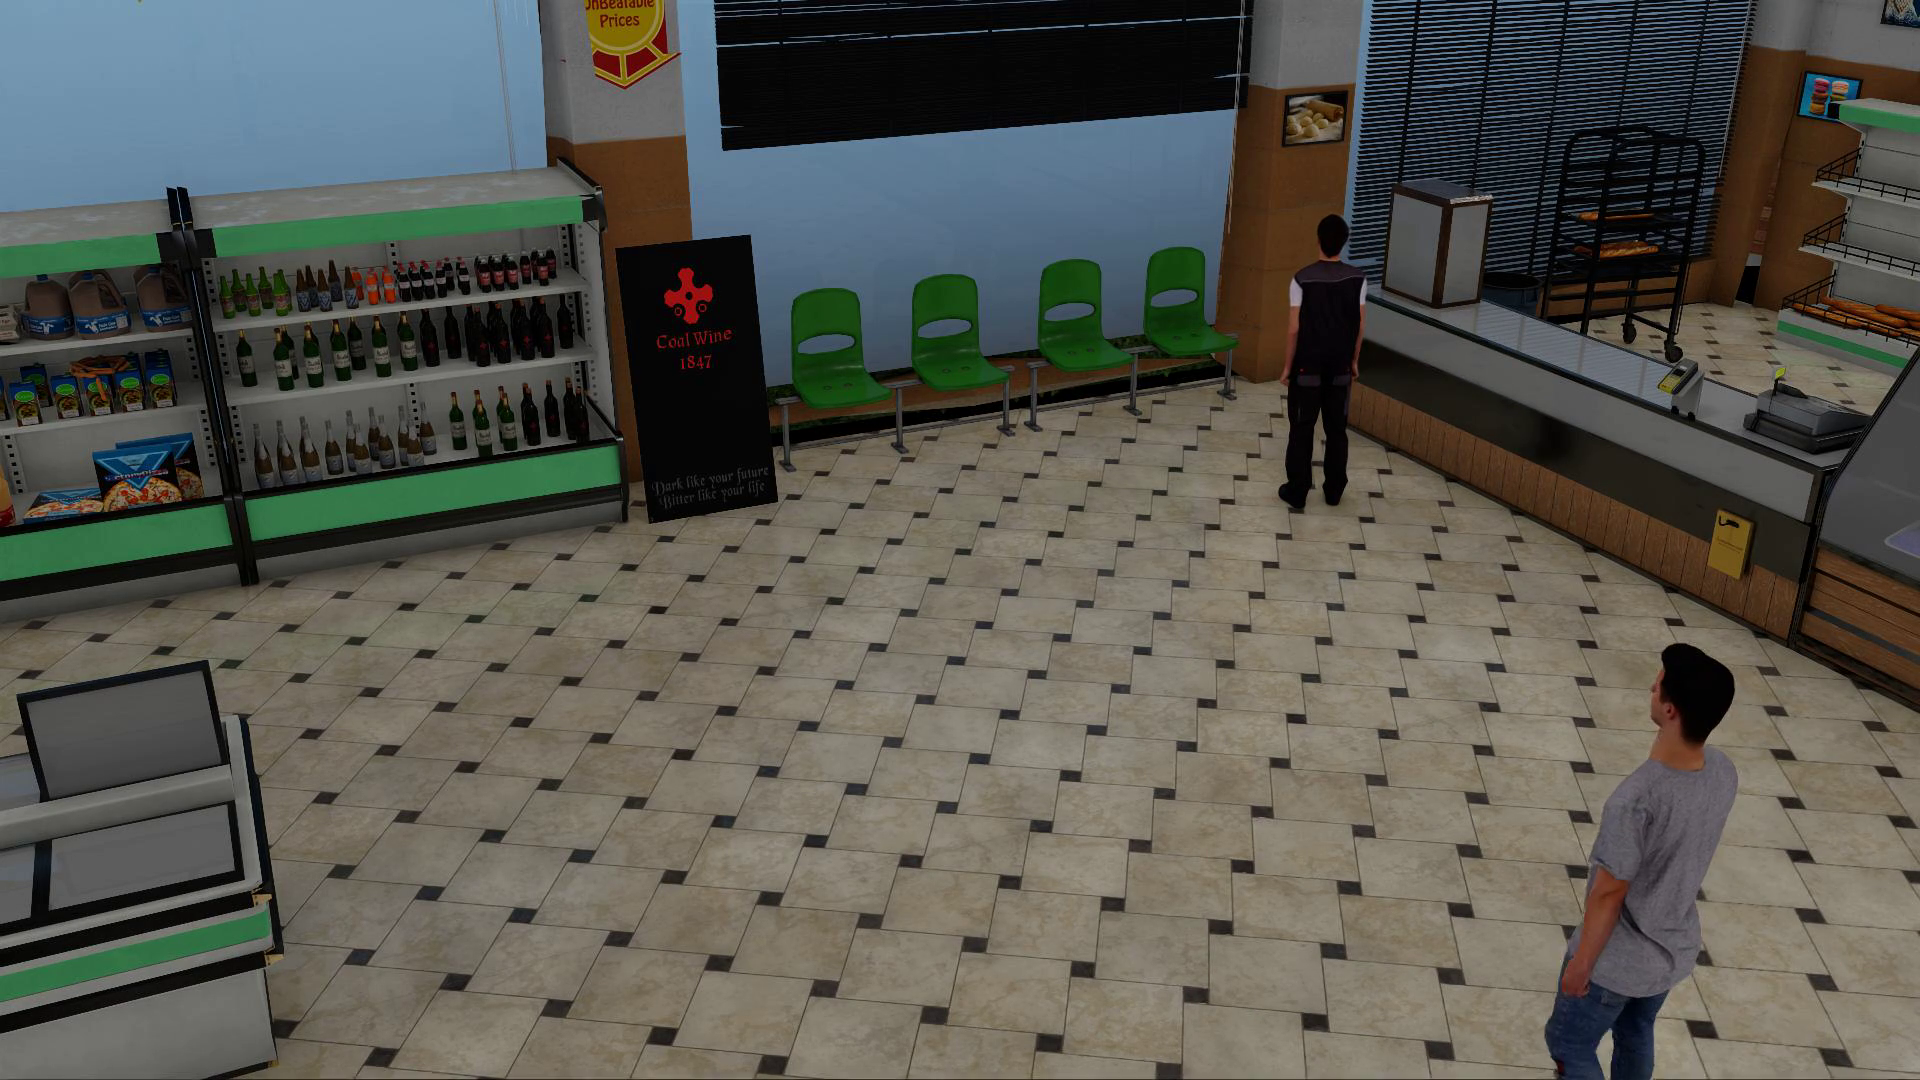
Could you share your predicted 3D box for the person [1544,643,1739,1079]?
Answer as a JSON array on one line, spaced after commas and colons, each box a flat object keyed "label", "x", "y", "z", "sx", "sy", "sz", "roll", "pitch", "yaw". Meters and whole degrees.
[{"label": "person", "x": 2.073, "y": 1.203, "z": 5.021, "sx": 0.633, "sy": 1.887, "sz": 0.799, "roll": -15, "pitch": 28, "yaw": -31}]

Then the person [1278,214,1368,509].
[{"label": "person", "x": 2.250, "y": -1.095, "z": 10.321, "sx": 0.640, "sy": 1.848, "sz": 0.785, "roll": -2, "pitch": 24, "yaw": -3}]
